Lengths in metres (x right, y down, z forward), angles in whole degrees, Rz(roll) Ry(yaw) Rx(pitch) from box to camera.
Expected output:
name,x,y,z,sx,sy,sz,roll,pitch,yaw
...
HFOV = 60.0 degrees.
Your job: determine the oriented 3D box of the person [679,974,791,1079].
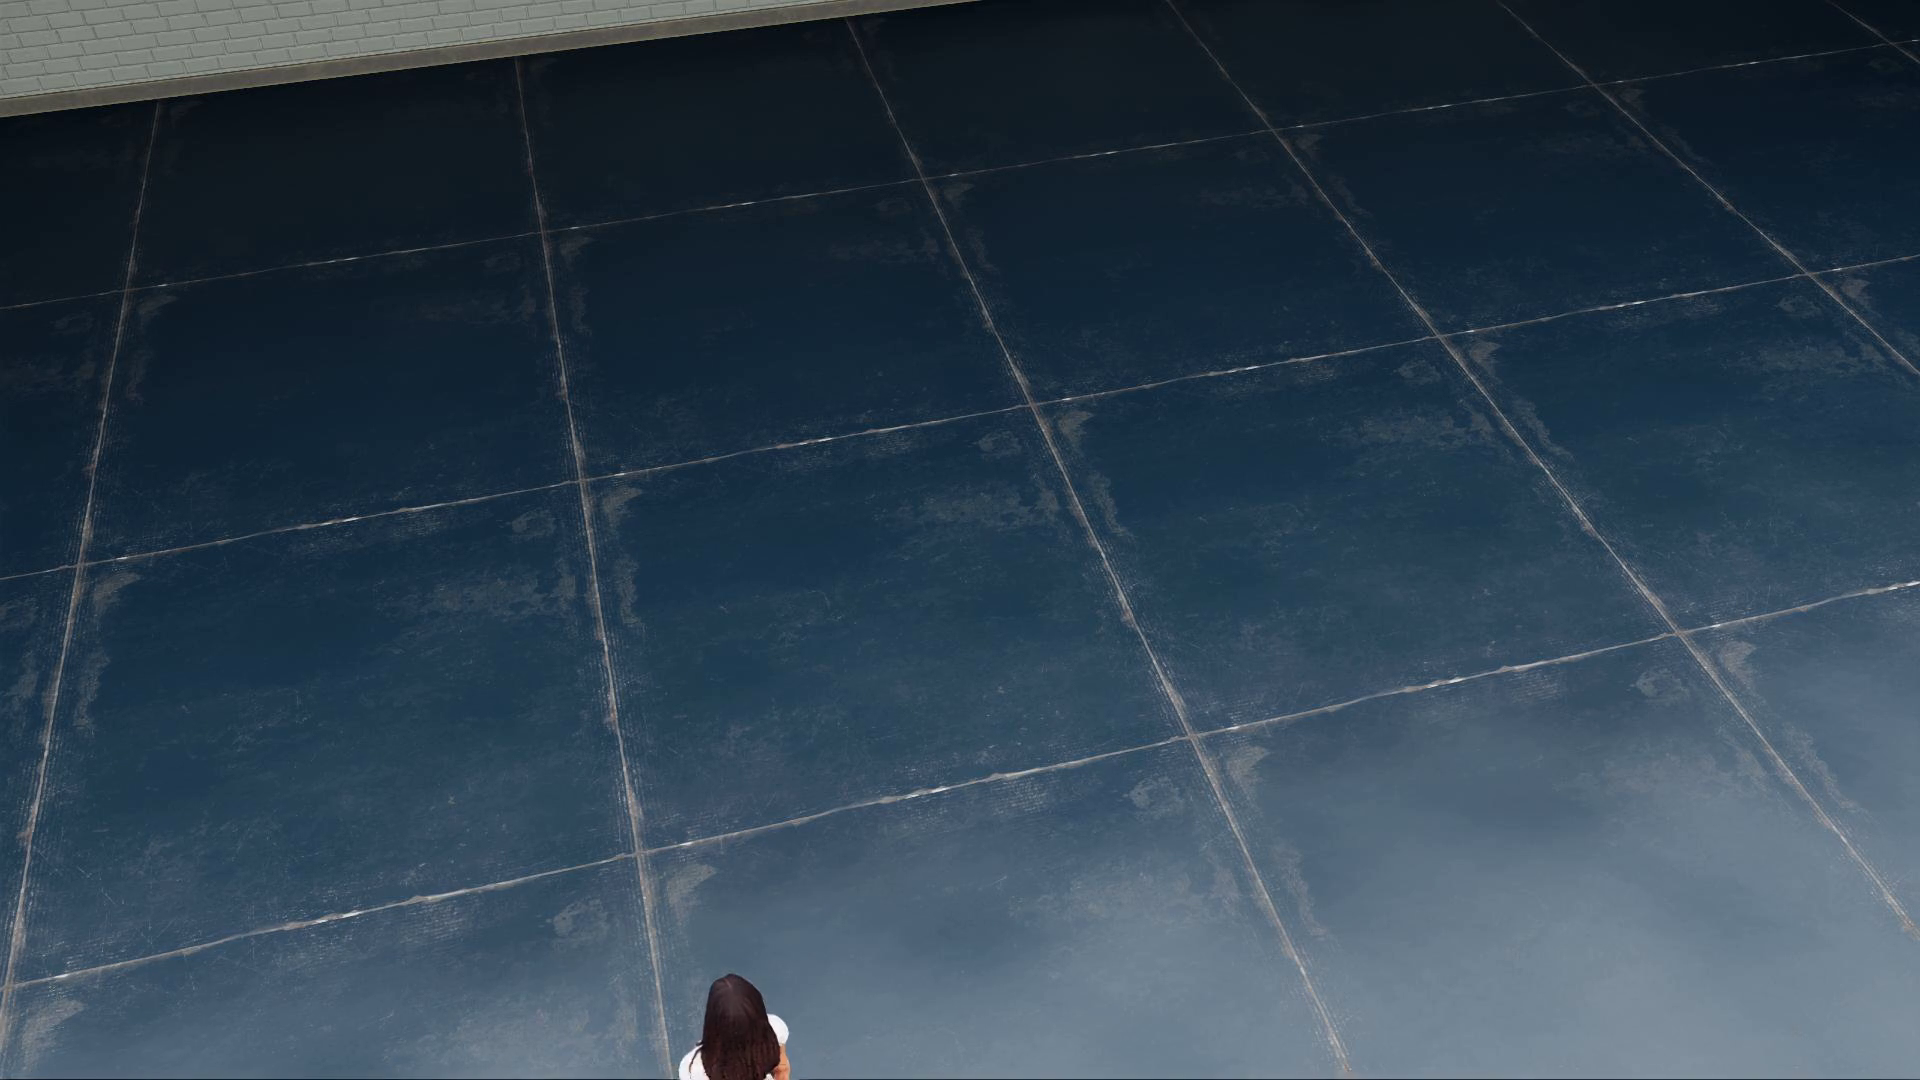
name,x,y,z,sx,sy,sz,roll,pitch,yaw
person,-0.789,2.320,6.427,0.929,1.741,1.216,-30,51,-28
